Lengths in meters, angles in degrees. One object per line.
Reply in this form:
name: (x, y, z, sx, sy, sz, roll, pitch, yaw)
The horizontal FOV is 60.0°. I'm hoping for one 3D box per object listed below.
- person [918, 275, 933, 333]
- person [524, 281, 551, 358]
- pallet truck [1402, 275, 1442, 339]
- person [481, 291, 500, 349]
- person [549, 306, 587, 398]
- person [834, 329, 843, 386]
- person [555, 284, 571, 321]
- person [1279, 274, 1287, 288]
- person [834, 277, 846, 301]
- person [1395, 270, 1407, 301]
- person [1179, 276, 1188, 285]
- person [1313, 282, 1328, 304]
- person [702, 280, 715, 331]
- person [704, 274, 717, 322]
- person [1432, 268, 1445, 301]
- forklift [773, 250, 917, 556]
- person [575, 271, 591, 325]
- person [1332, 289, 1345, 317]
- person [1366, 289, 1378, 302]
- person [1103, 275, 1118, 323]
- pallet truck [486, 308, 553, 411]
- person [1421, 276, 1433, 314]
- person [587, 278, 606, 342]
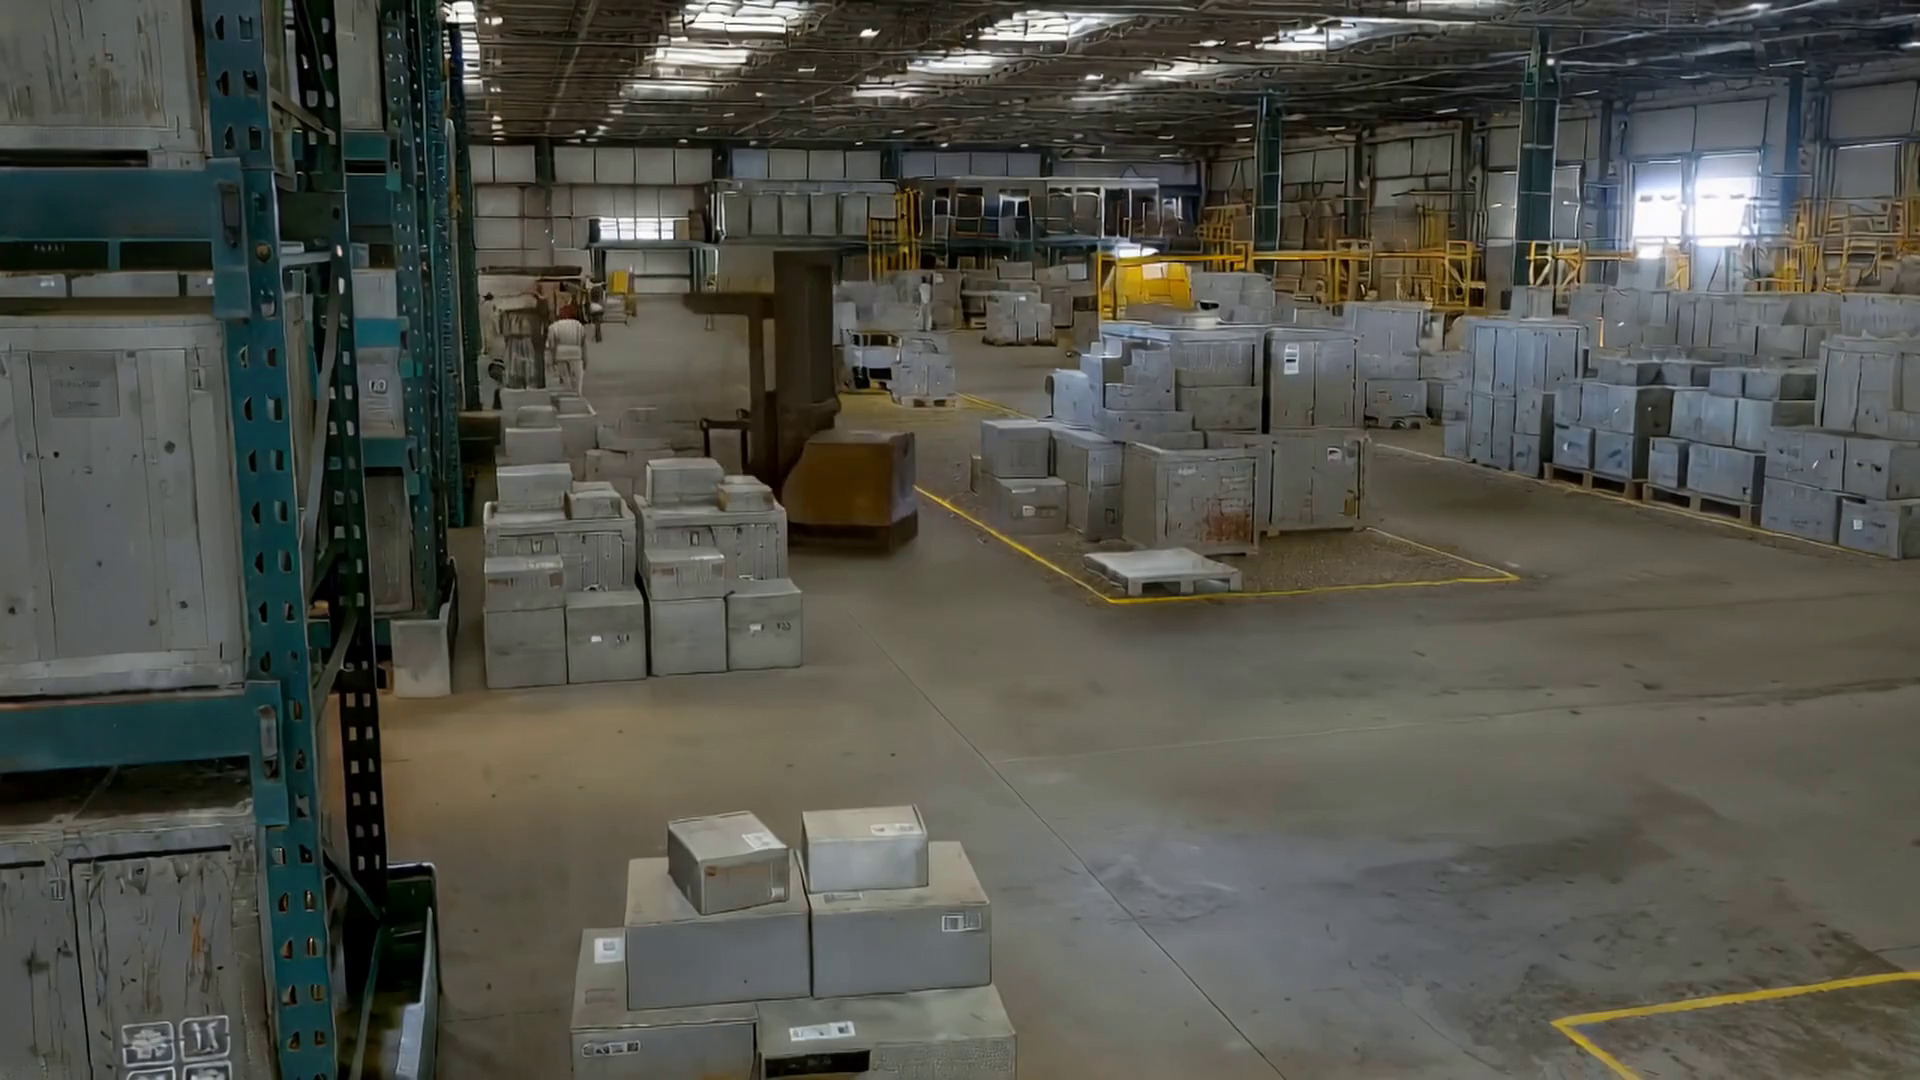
person: (-1.140, -7.787, 55.000, 0.590, 1.916, 0.391, -8, 13, -38)
person: (-10.977, -5.762, 43.180, 0.996, 2.000, 0.689, 7, 12, 34)
pallet truck: (14.620, -7.324, 52.145, 0.823, 1.965, 1.885, 8, 13, 40)
person: (-13.147, -6.163, 46.641, 0.533, 1.614, 0.563, 3, 11, 19)
person: (-6.780, -3.122, 28.792, 0.624, 1.845, 0.430, -3, 10, -16)
person: (-2.650, -3.938, 34.002, 0.614, 1.616, 0.530, -6, 11, -29)
person: (-12.651, -7.330, 53.047, 0.534, 1.692, 0.320, 1, 10, 7)
person: (13.714, -10.505, 70.981, 0.869, 1.707, 0.487, -5, 11, -26)
person: (-4.022, -8.001, 56.489, 0.519, 1.837, 0.867, -10, 14, -43)
person: (19.503, -11.013, 73.475, 0.429, 1.842, 0.633, -7, 12, -36)
person: (7.679, -8.176, 57.431, 0.430, 1.838, 0.619, -5, 11, -25)
person: (11.967, -7.726, 55.299, 0.535, 1.693, 0.321, 7, 12, 35)
person: (-8.524, -7.931, 56.378, 0.530, 1.726, 0.910, 4, 11, 22)
person: (-9.469, -9.184, 63.148, 0.519, 1.839, 0.873, 1, 10, 5)
person: (21.429, -11.233, 74.494, 0.615, 1.921, 0.754, 5, 11, 26)
forklift: (-1.428, -1.333, 15.719, 1.873, 2.768, 1.129, 2, 10, 13)
person: (-13.759, -8.828, 60.747, 0.614, 1.964, 0.361, -8, 13, -38)
person: (8.870, -4.897, 38.764, 0.355, 1.876, 0.574, -6, 12, -32)
person: (9.199, -4.685, 37.444, 0.396, 1.919, 0.581, 3, 10, 16)
person: (5.430, -8.672, 60.284, 0.523, 1.824, 0.742, -6, 12, -32)
pallet truck: (-6.242, -2.418, 24.362, 0.823, 1.965, 1.885, 1, 10, 3)
person: (15.152, -7.623, 54.004, 0.354, 1.937, 0.635, 6, 12, 32)
person: (-10.912, -6.904, 50.000, 0.545, 1.919, 0.778, -4, 11, -23)
